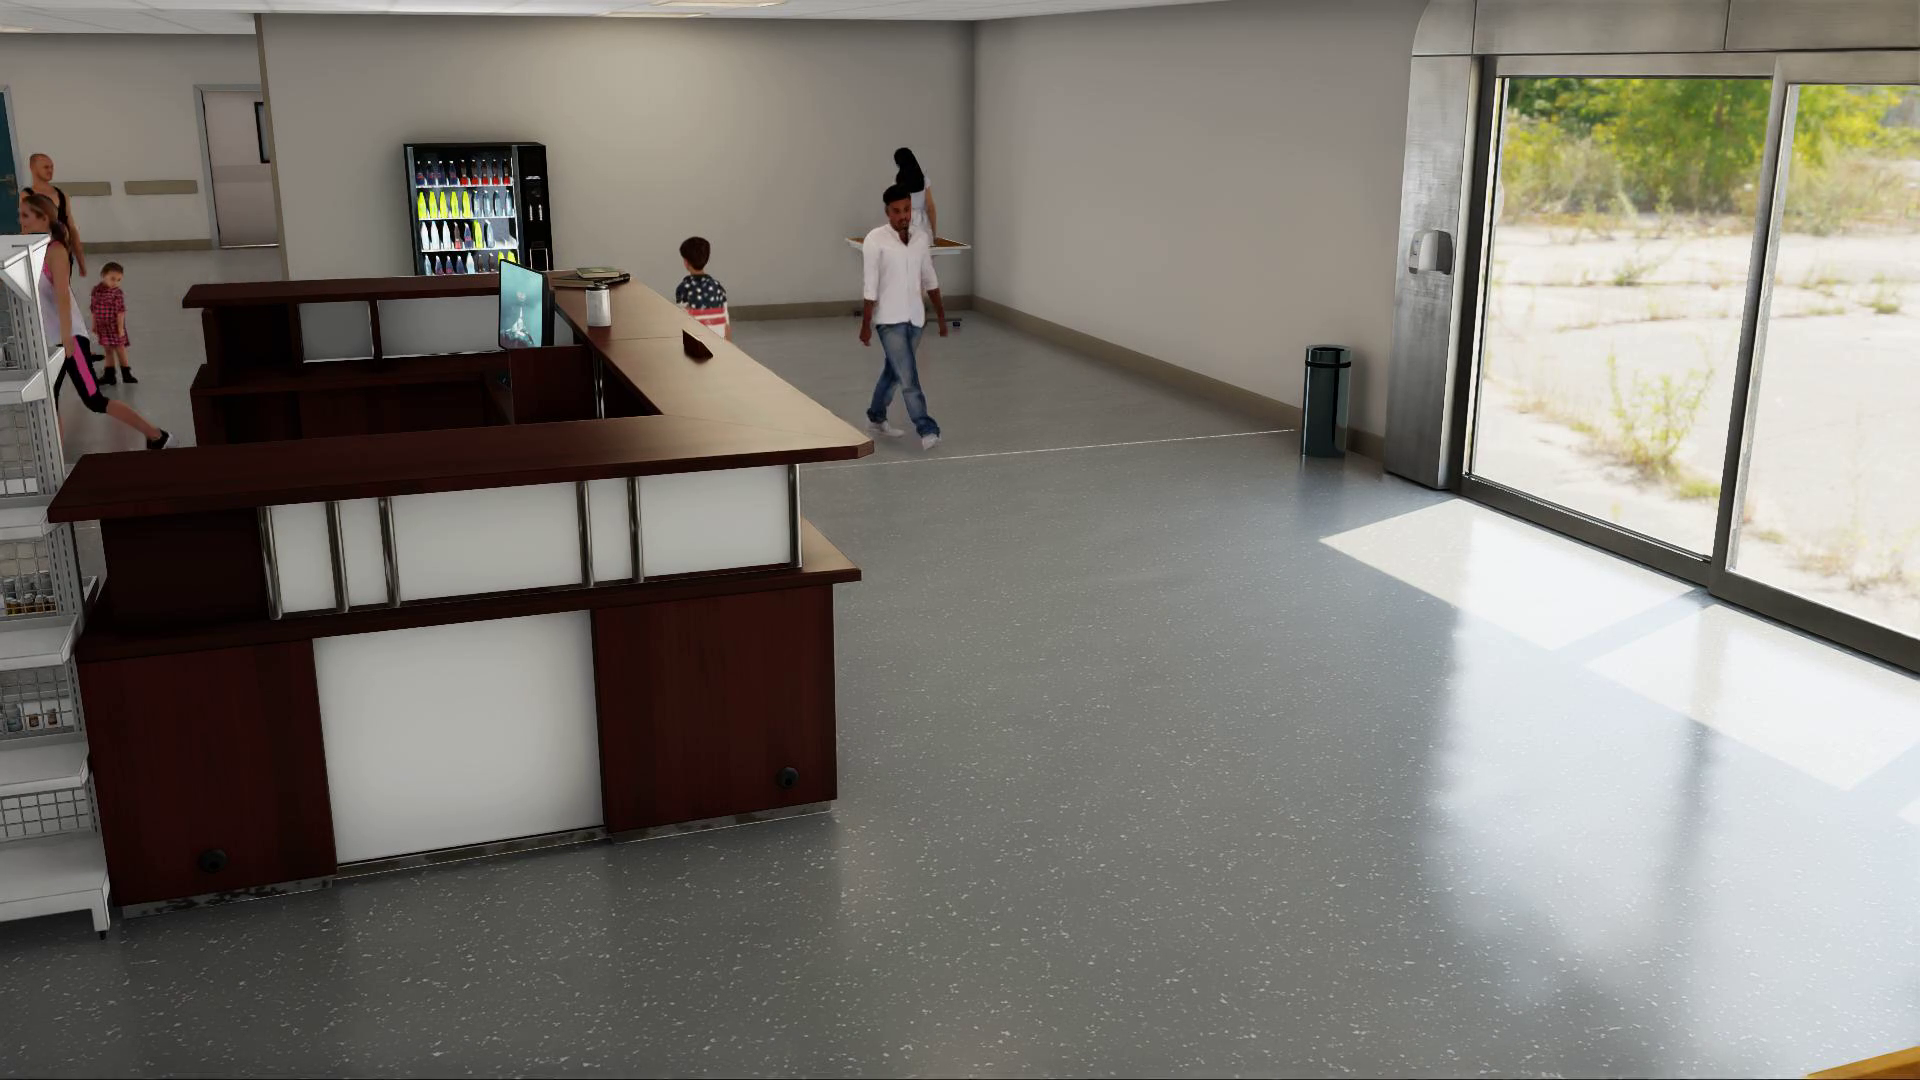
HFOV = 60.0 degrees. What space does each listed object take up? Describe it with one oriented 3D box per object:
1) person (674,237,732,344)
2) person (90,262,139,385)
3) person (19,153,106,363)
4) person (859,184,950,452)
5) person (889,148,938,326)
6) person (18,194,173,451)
[{"bbox_3d":[-1.681,-1.277,11.089,0.905,1.407,0.792,-14,21,-40],"label":"person"},{"bbox_3d":[-6.954,-1.763,13.554,0.500,1.003,0.639,5,17,18],"label":"person"},{"bbox_3d":[-7.944,-2.414,14.431,1.240,1.781,1.056,4,16,13],"label":"person"},{"bbox_3d":[-0.457,-1.479,11.167,1.182,1.753,1.046,-13,20,-39],"label":"person"},{"bbox_3d":[-0.451,-3.016,16.612,0.723,1.757,0.847,6,17,19],"label":"person"},{"bbox_3d":[-5.374,-1.207,10.197,1.201,1.754,0.907,-15,21,-42],"label":"person"}]
